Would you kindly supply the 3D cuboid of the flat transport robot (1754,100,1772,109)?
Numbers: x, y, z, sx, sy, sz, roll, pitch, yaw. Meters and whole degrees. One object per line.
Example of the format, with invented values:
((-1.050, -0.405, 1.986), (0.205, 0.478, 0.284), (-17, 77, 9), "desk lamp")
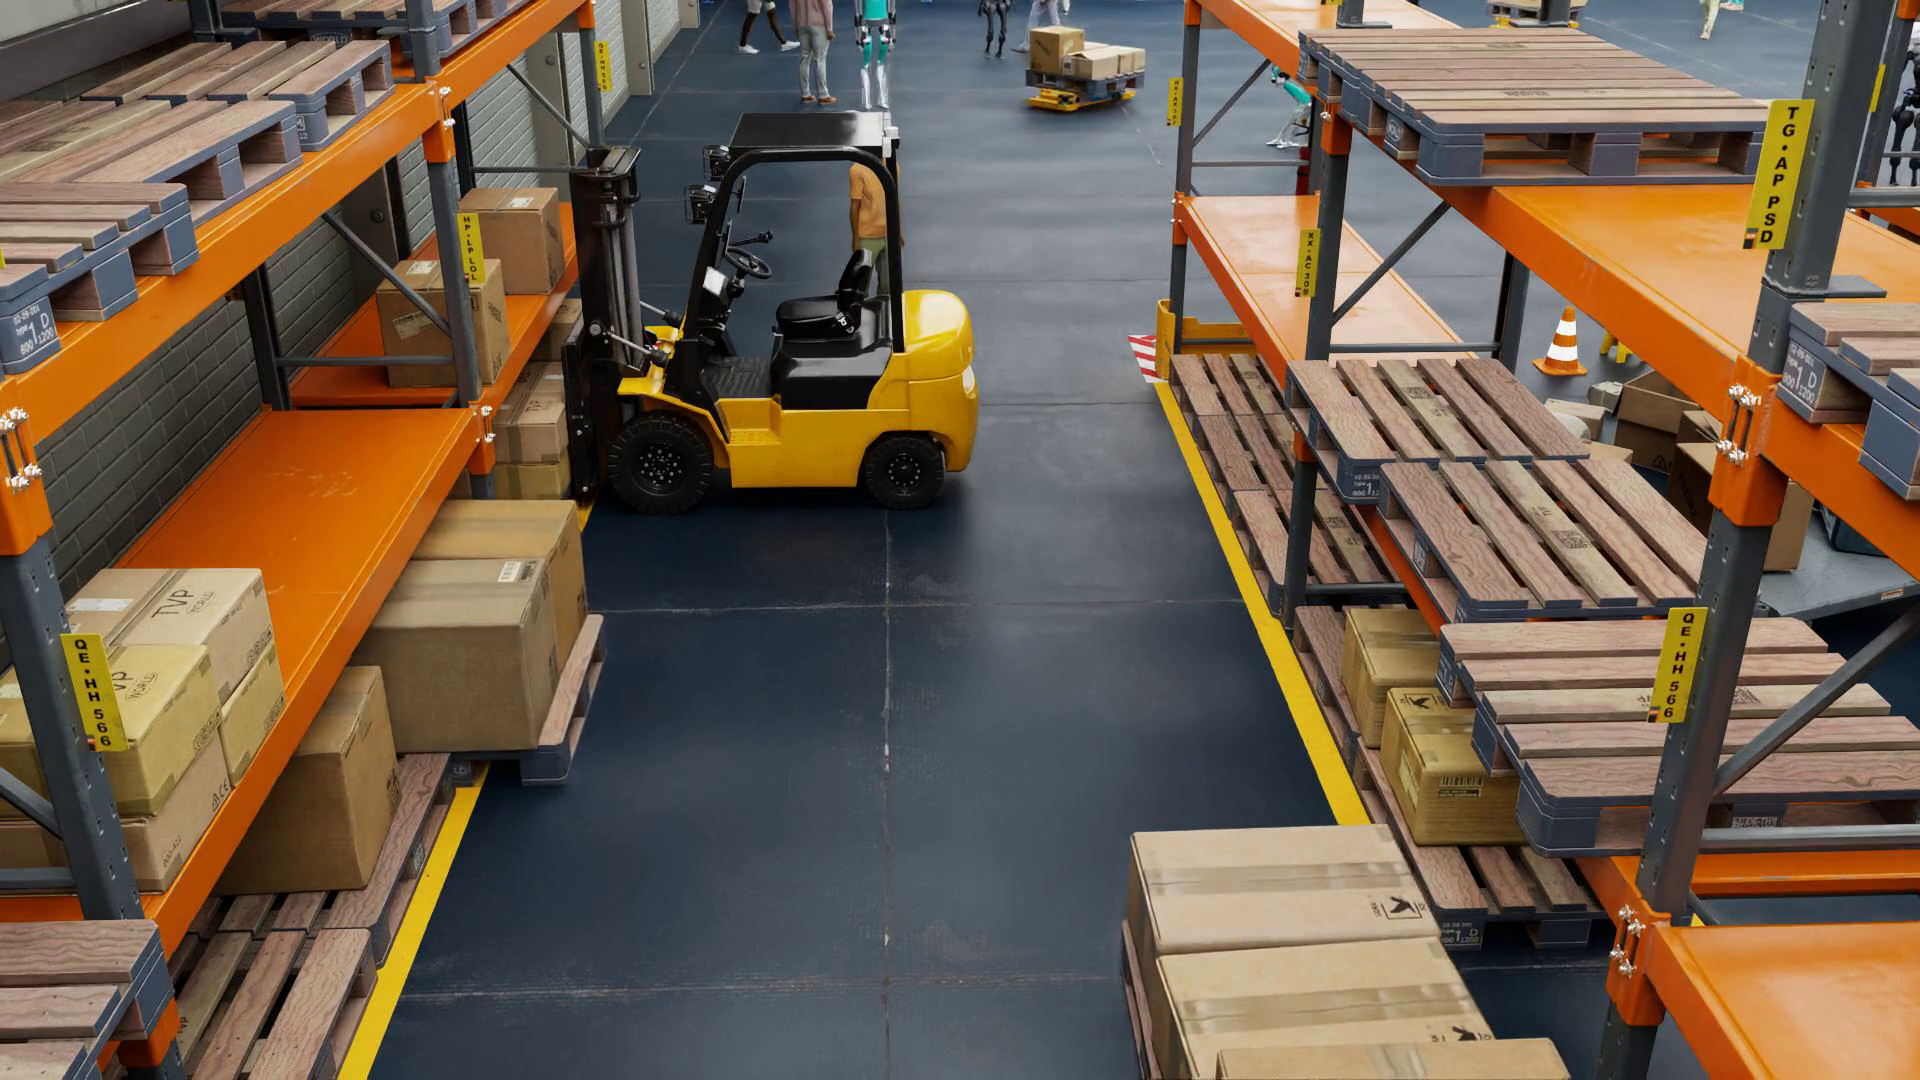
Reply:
((8.582, -4.071, 17.925), (1.431, 0.231, 0.659), (-5, 26, -11), "flat transport robot")

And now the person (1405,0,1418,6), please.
((5.370, -6.202, 20.607), (0.603, 1.829, 0.462), (2, 25, 5), "person")

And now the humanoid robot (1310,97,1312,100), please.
((4.706, -6.334, 21.148), (0.603, 1.630, 0.819), (-19, 31, -35), "humanoid robot")

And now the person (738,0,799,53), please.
((-2.910, -8.216, 24.854), (1.003, 1.839, 0.558), (1, 25, 1), "person")

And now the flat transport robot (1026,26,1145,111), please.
((1.588, -5.773, 21.529), (0.659, 0.231, 1.431), (22, 33, 39), "flat transport robot")

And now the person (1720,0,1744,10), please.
((13.765, -10.309, 29.208), (0.372, 1.917, 0.489), (3, 25, 6), "person")

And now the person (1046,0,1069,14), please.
((1.691, -9.982, 28.702), (0.563, 1.752, 0.335), (-2, 25, -4), "person")

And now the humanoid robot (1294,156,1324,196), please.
((3.360, -3.743, 15.640), (0.729, 1.648, 0.611), (6, 26, 12), "humanoid robot")

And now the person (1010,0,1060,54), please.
((1.185, -8.103, 24.652), (0.833, 1.809, 0.566), (-12, 28, -23), "person")

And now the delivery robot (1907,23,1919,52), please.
((14.441, -7.634, 25.153), (0.813, 0.610, 0.499), (-15, 29, -29), "delivery robot")

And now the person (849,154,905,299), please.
((-0.613, -2.254, 12.380), (0.439, 1.718, 0.349), (-17, 30, -32), "person")

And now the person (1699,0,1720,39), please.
((11.985, -8.931, 26.342), (0.525, 1.867, 0.737), (18, 31, 33), "person")

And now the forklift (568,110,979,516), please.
((-1.043, -1.379, 9.976), (2.313, 2.155, 1.214), (-1, 25, -2), "forklift")

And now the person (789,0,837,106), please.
((-1.880, -6.533, 21.193), (0.626, 1.933, 0.372), (14, 29, 27), "person")

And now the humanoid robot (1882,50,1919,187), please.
((9.747, -4.396, 16.952), (0.332, 1.651, 0.590), (-19, 31, -34), "humanoid robot")

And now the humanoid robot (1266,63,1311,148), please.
((3.793, -5.324, 18.788), (0.678, 1.753, 0.548), (0, 25, 0), "humanoid robot")

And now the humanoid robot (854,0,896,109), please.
((-1.110, -6.351, 21.005), (0.549, 1.765, 0.676), (-6, 26, -13), "humanoid robot")

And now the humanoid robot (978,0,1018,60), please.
((0.553, -7.915, 24.422), (0.614, 1.655, 0.308), (-10, 27, -21), "humanoid robot")

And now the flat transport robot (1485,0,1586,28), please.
((9.383, -8.437, 27.170), (1.431, 0.231, 0.659), (-16, 30, -30), "flat transport robot")
